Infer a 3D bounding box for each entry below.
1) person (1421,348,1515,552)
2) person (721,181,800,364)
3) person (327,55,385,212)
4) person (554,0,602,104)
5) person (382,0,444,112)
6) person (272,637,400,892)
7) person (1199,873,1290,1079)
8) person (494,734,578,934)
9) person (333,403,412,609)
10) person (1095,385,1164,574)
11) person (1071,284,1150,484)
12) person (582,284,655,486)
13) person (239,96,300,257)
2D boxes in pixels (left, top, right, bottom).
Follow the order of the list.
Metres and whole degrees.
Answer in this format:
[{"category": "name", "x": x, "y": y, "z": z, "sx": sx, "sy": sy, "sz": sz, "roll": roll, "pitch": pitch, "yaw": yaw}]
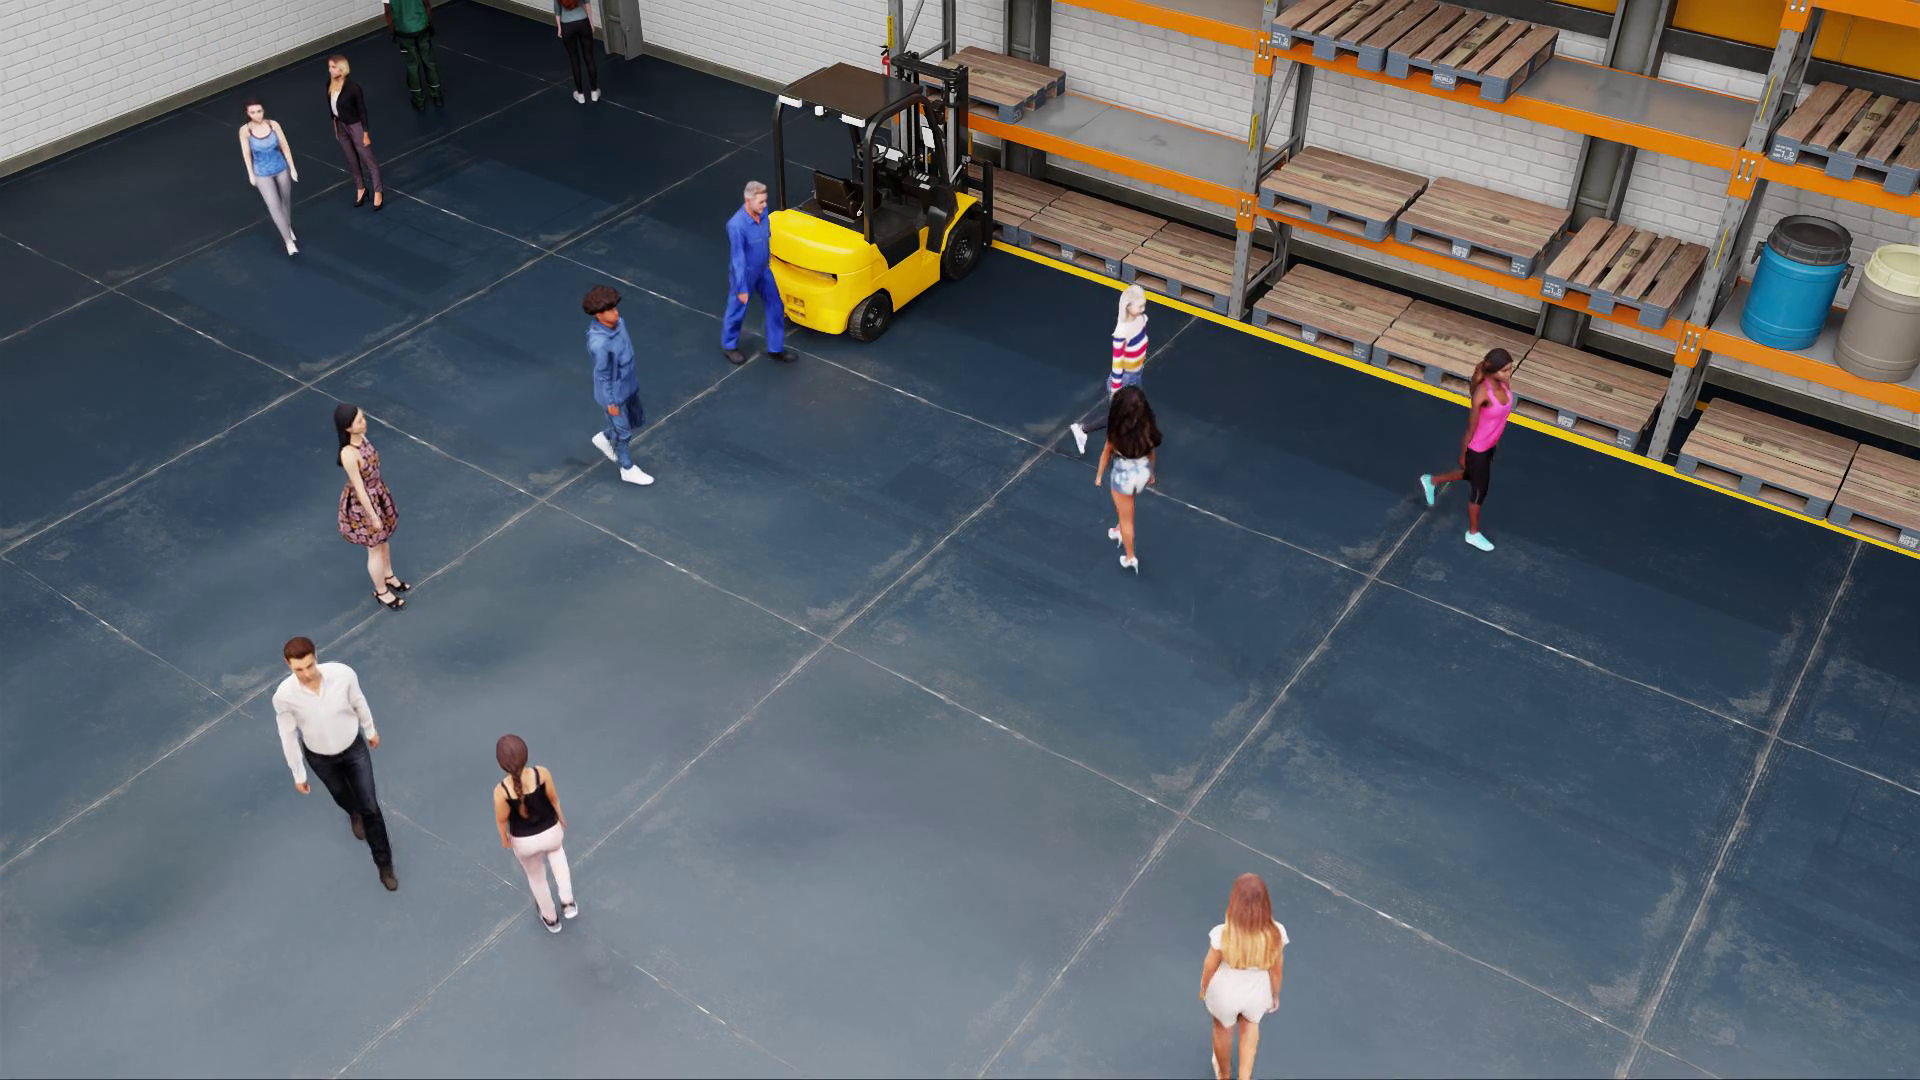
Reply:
[{"category": "person", "x": 3.955, "y": -0.765, "z": 12.858, "sx": 0.775, "sy": 1.702, "sz": 1.107, "roll": -25, "pitch": 45, "yaw": -28}, {"category": "person", "x": -1.935, "y": -2.398, "z": 14.836, "sx": 0.981, "sy": 1.786, "sz": 0.890, "roll": 22, "pitch": 44, "yaw": 25}, {"category": "person", "x": -6.266, "y": -4.217, "z": 17.205, "sx": 0.521, "sy": 1.671, "sz": 0.692, "roll": 17, "pitch": 42, "yaw": 20}, {"category": "person", "x": -4.466, "y": -5.951, "z": 19.320, "sx": 0.663, "sy": 1.742, "sz": 0.703, "roll": -11, "pitch": 40, "yaw": -14}, {"category": "person", "x": -6.301, "y": -5.865, "z": 19.135, "sx": 0.778, "sy": 1.839, "sz": 0.772, "roll": -19, "pitch": 42, "yaw": -22}, {"category": "person", "x": -3.867, "y": 1.249, "z": 10.238, "sx": 1.053, "sy": 1.824, "sz": 1.282, "roll": -18, "pitch": 42, "yaw": -21}, {"category": "person", "x": 1.497, "y": 2.469, "z": 8.825, "sx": 0.778, "sy": 1.681, "sz": 0.825, "roll": -1, "pitch": 39, "yaw": -1}, {"category": "person", "x": -2.470, "y": 1.777, "z": 9.794, "sx": 0.643, "sy": 1.554, "sz": 0.691, "roll": -20, "pitch": 43, "yaw": -23}, {"category": "person", "x": -4.320, "y": -0.247, "z": 12.151, "sx": 0.859, "sy": 1.774, "sz": 0.801, "roll": -5, "pitch": 39, "yaw": -7}, {"category": "person", "x": 1.310, "y": -0.404, "z": 12.484, "sx": 0.763, "sy": 1.605, "sz": 0.868, "roll": -19, "pitch": 42, "yaw": -22}, {"category": "person", "x": 1.263, "y": -1.288, "z": 13.447, "sx": 1.047, "sy": 1.784, "sz": 0.732, "roll": 19, "pitch": 42, "yaw": 22}, {"category": "person", "x": -2.827, "y": -1.238, "z": 13.374, "sx": 0.907, "sy": 1.798, "sz": 0.809, "roll": 11, "pitch": 40, "yaw": 14}, {"category": "person", "x": -6.887, "y": -3.684, "z": 16.608, "sx": 0.794, "sy": 1.583, "sz": 1.012, "roll": -23, "pitch": 44, "yaw": -26}]
